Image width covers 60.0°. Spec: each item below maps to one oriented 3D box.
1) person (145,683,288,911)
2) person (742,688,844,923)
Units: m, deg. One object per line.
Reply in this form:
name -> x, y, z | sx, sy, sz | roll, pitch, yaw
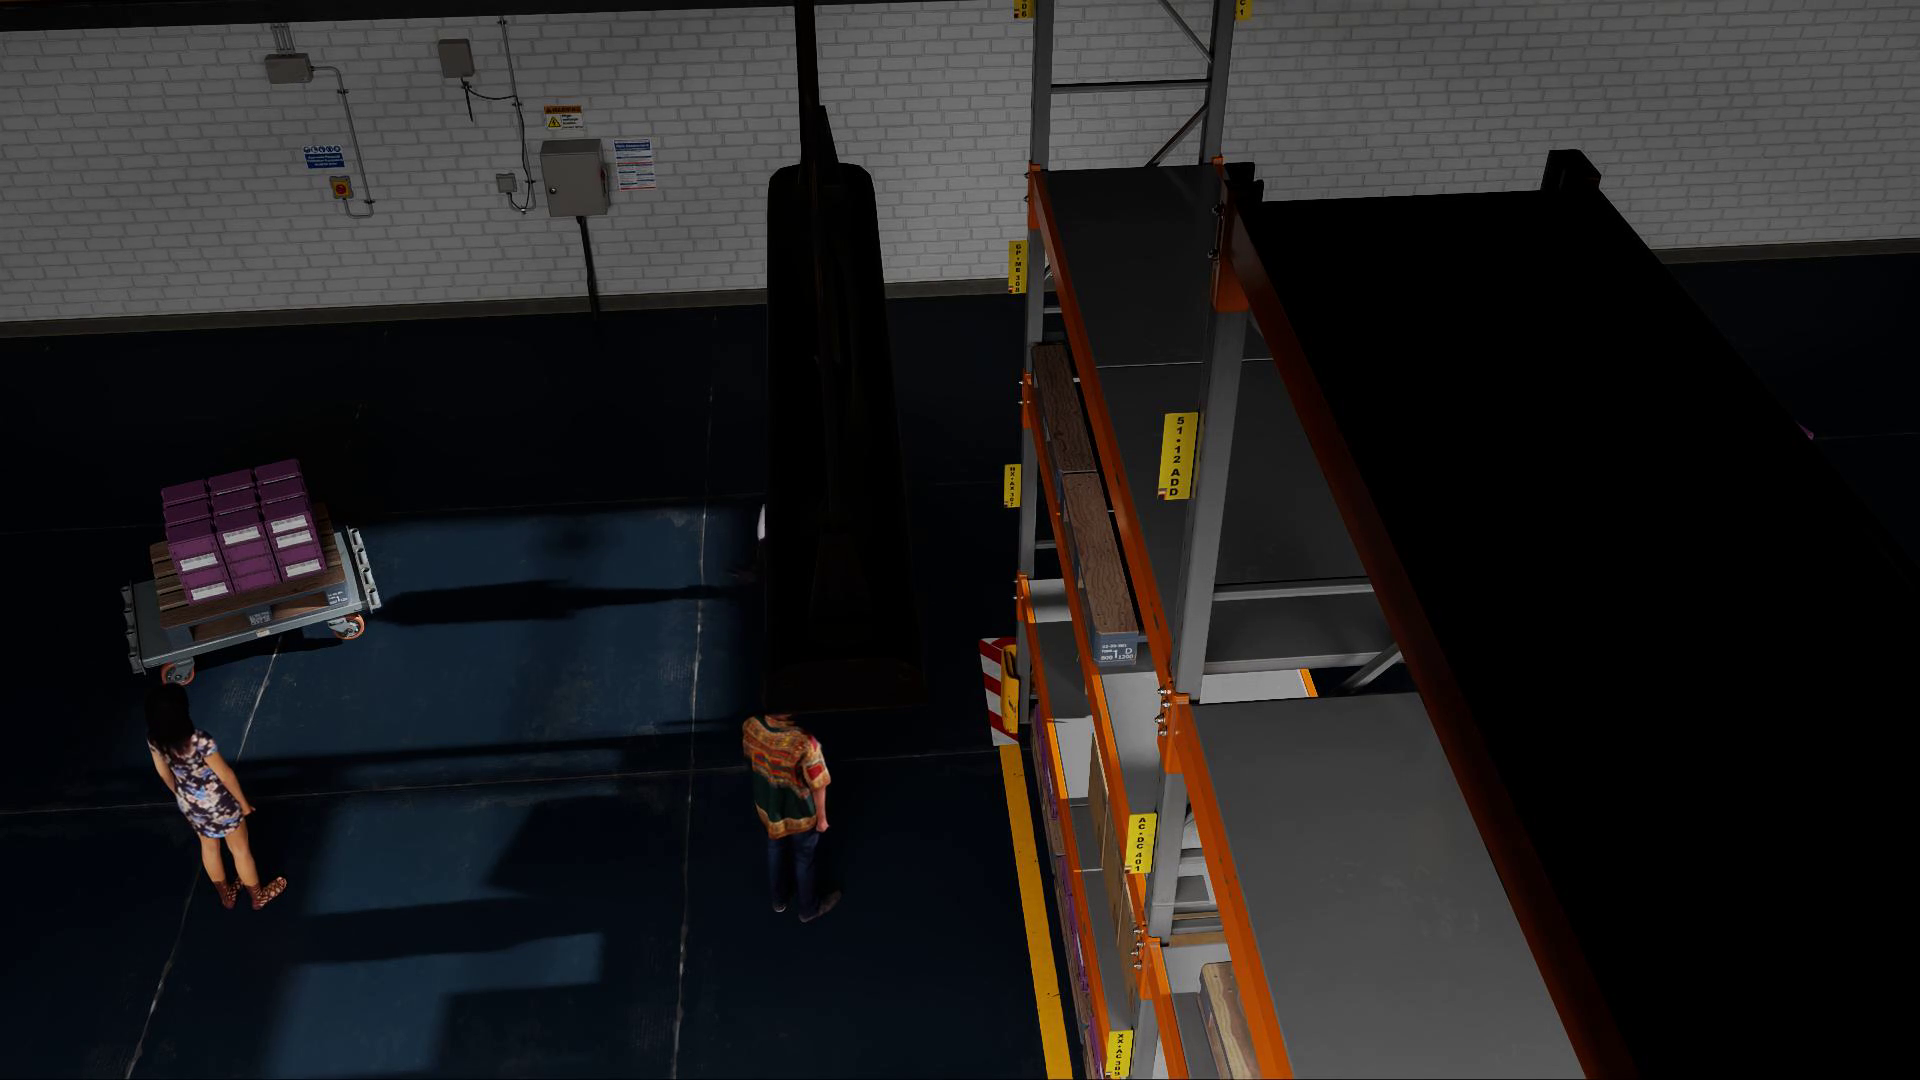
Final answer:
person -> -4.337, 1.498, 9.582 | 0.650, 1.737, 0.608 | 7, 39, 8
person -> -0.982, 1.497, 9.529 | 0.821, 1.805, 0.861 | 21, 43, 24
